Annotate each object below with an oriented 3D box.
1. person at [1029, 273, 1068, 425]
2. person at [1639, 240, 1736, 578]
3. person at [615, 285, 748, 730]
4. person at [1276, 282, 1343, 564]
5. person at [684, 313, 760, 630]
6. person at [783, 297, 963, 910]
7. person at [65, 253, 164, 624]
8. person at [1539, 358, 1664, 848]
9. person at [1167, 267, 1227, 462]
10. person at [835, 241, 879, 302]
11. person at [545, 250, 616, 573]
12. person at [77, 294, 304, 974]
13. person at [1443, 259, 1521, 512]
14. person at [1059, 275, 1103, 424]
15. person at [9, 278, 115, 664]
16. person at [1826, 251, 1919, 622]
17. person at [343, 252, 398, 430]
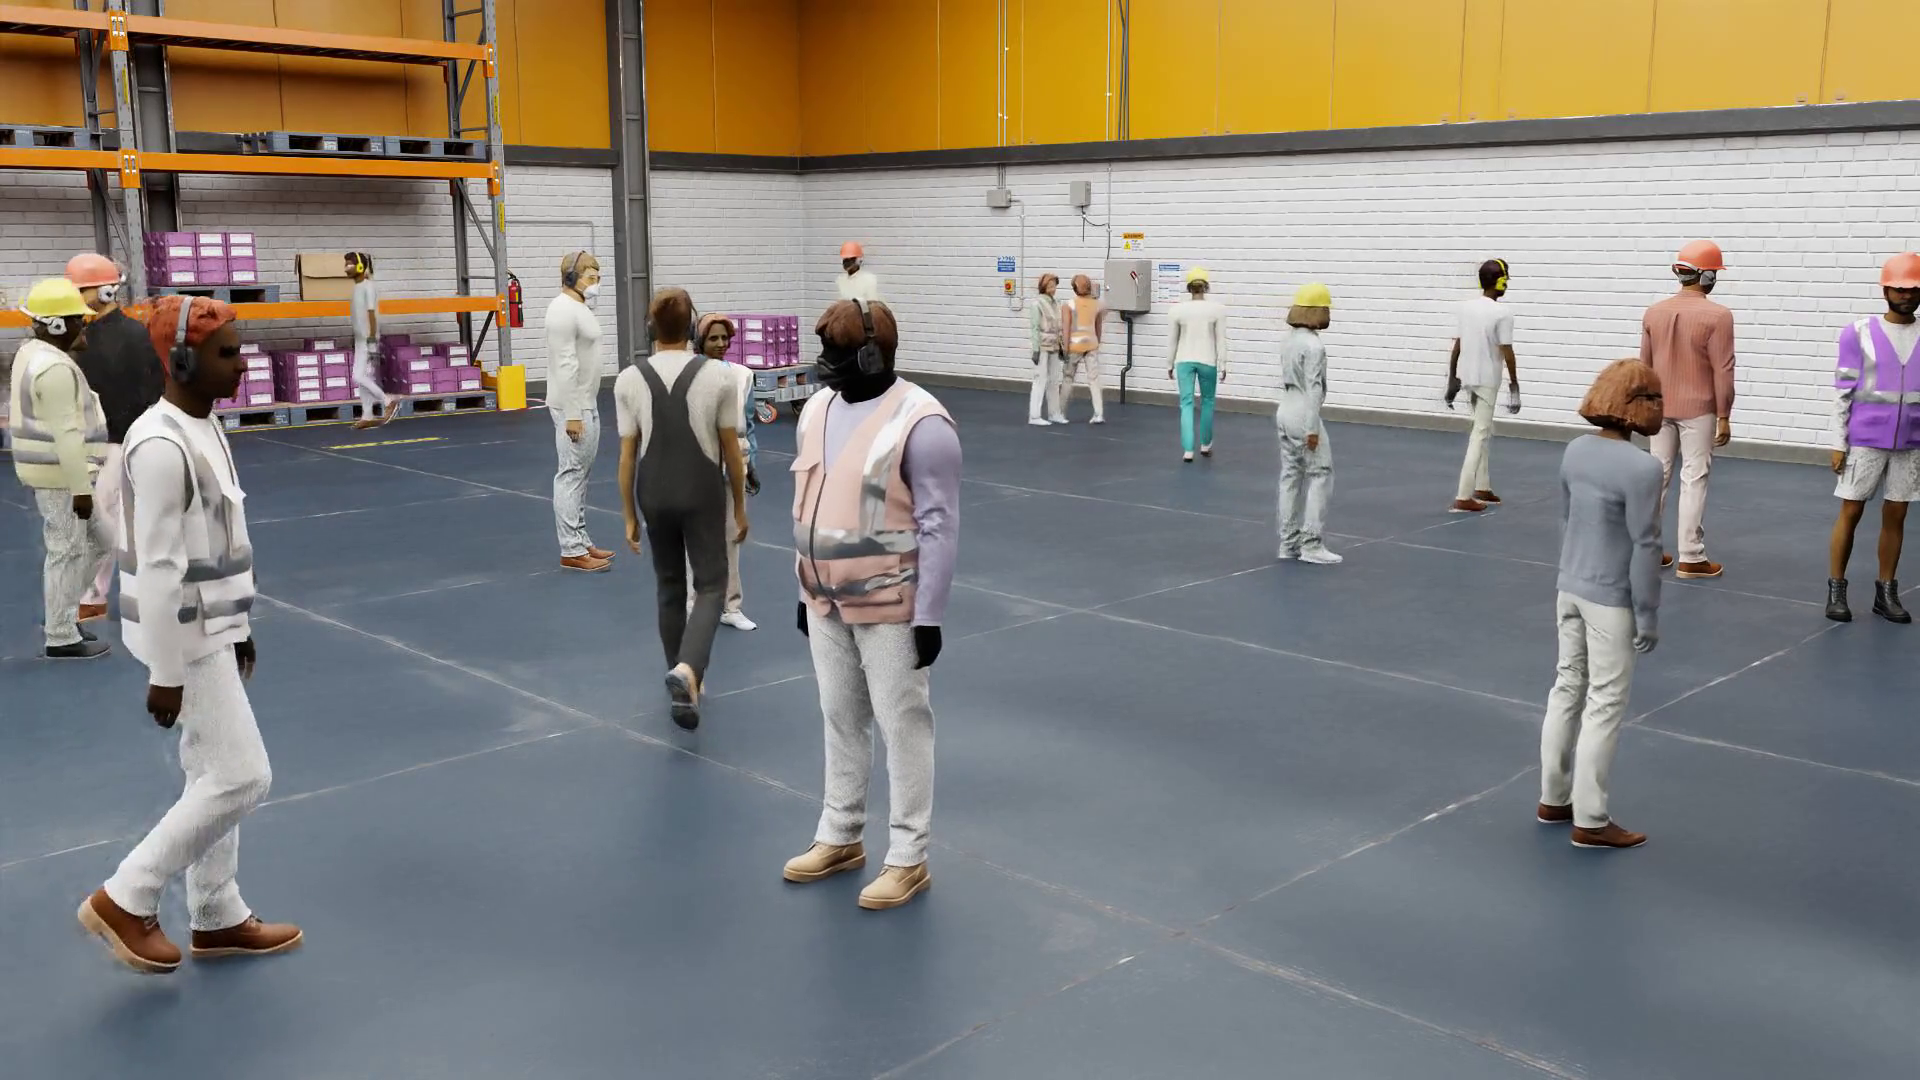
[{"bbox_3d":[0.924,-2.037,17.788,0.316,1.633,0.556,7,12,33],"label":"person"},{"bbox_3d":[4.316,-0.773,9.884,0.381,1.994,0.622,-6,12,-30],"label":"person"},{"bbox_3d":[-1.150,-0.125,6.818,0.525,1.827,0.745,1,10,4],"label":"person"},{"bbox_3d":[2.159,-0.722,10.315,0.370,1.738,0.503,-3,11,-16],"label":"person"},{"bbox_3d":[-1.243,-0.326,8.416,0.522,1.638,0.309,-9,14,-41],"label":"person"},{"bbox_3d":[-0.286,0.192,5.054,0.624,1.841,0.430,10,14,43],"label":"person"},{"bbox_3d":[-4.480,-0.570,8.956,0.629,1.941,1.028,7,13,35],"label":"person"},{"bbox_3d":[2.148,0.208,5.549,0.274,1.627,0.498,-2,11,-13],"label":"person"},{"bbox_3d":[2.150,-1.599,15.112,0.546,1.723,0.871,2,11,10],"label":"person"},{"bbox_3d":[-1.166,-2.217,17.871,0.629,1.940,1.007,7,13,34],"label":"person"},{"bbox_3d":[-2.311,-0.777,10.080,0.371,1.934,0.627,-1,10,-4],"label":"person"},{"bbox_3d":[-2.093,0.277,4.510,0.455,1.874,0.591,-3,11,-17],"label":"person"},{"bbox_3d":[3.911,-1.129,12.213,0.699,1.847,0.569,-5,12,-26],"label":"person"},{"bbox_3d":[1.298,-2.060,17.992,0.526,1.590,0.832,-4,11,-21],"label":"person"},{"bbox_3d":[-4.219,-0.316,7.859,0.428,1.818,0.623,-8,13,-36],"label":"person"},{"bbox_3d":[4.850,-0.525,8.686,0.547,1.938,0.379,2,11,9],"label":"person"},{"bbox_3d":[-6.203,-2.067,17.327,0.445,1.854,0.556,-8,13,-38],"label":"person"}]
